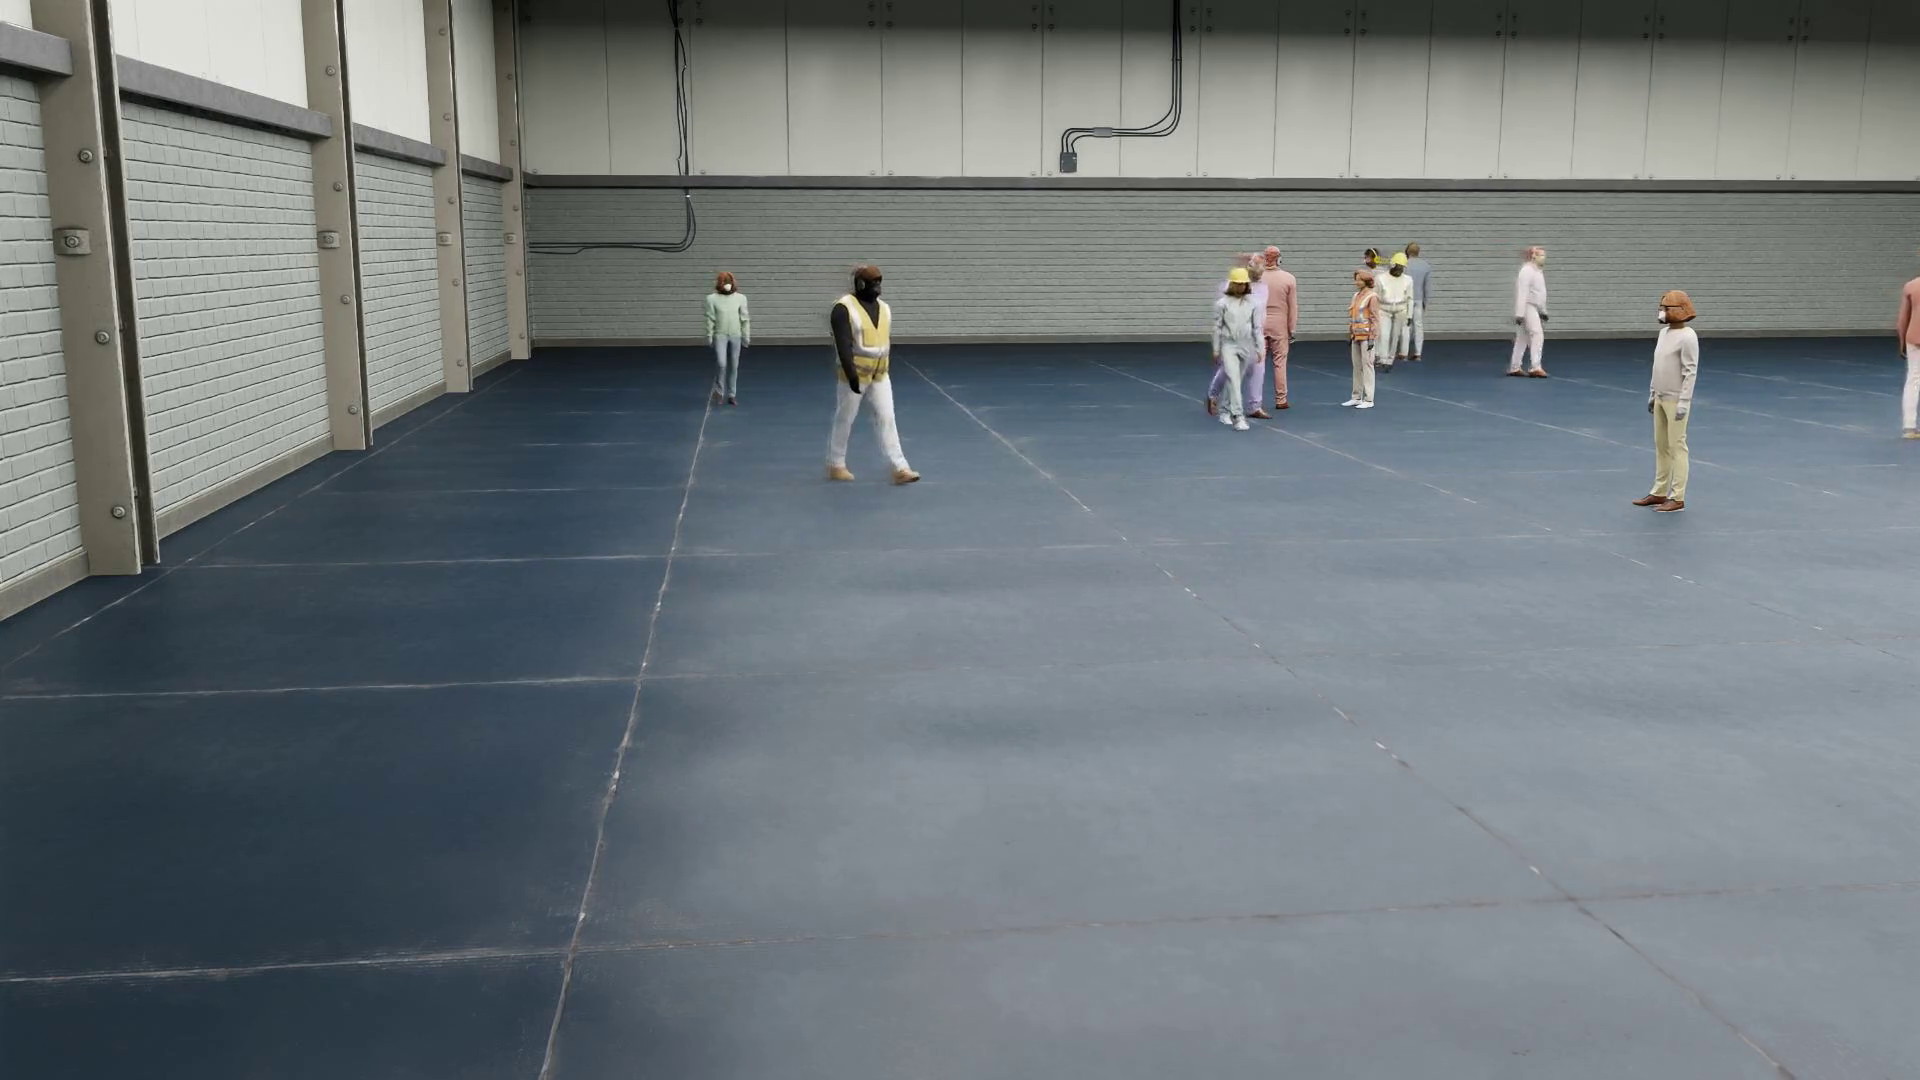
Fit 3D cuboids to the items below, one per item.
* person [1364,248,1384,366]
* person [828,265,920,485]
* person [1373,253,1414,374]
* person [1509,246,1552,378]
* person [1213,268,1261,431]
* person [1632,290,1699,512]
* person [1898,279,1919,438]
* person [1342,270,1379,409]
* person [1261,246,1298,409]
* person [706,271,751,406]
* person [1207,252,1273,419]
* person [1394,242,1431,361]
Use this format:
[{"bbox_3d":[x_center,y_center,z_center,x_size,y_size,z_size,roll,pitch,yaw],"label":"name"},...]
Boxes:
[{"bbox_3d":[6.478,-3.636,26.027,0.465,1.844,0.564,1,10,3],"label":"person"},{"bbox_3d":[-0.760,-1.342,13.626,0.623,1.793,0.946,-9,14,-40],"label":"person"},{"bbox_3d":[6.446,-3.369,24.768,0.621,1.775,0.944,1,10,5],"label":"person"},{"bbox_3d":[8.303,-3.271,23.925,0.773,1.881,0.656,6,12,28],"label":"person"},{"bbox_3d":[2.935,-2.041,17.694,0.500,1.701,0.883,-3,11,-16],"label":"person"},{"bbox_3d":[5.247,-1.024,12.301,0.279,1.634,0.497,-1,10,-4],"label":"person"},{"bbox_3d":[9.861,-2.011,16.858,1.016,1.937,0.644,-9,14,-42],"label":"person"},{"bbox_3d":[4.770,-2.376,19.706,0.307,1.637,0.525,-3,11,-16],"label":"person"},{"bbox_3d":[3.652,-2.490,19.589,0.642,1.909,0.410,3,11,18],"label":"person"},{"bbox_3d":[-2.769,-2.409,19.964,0.507,1.613,0.568,-4,11,-21],"label":"person"},{"bbox_3d":[3.167,-2.312,18.768,0.644,1.863,0.944,-6,12,-31],"label":"person"},{"bbox_3d":[7.364,-3.887,27.164,0.635,1.936,0.356,-3,11,-16],"label":"person"}]
